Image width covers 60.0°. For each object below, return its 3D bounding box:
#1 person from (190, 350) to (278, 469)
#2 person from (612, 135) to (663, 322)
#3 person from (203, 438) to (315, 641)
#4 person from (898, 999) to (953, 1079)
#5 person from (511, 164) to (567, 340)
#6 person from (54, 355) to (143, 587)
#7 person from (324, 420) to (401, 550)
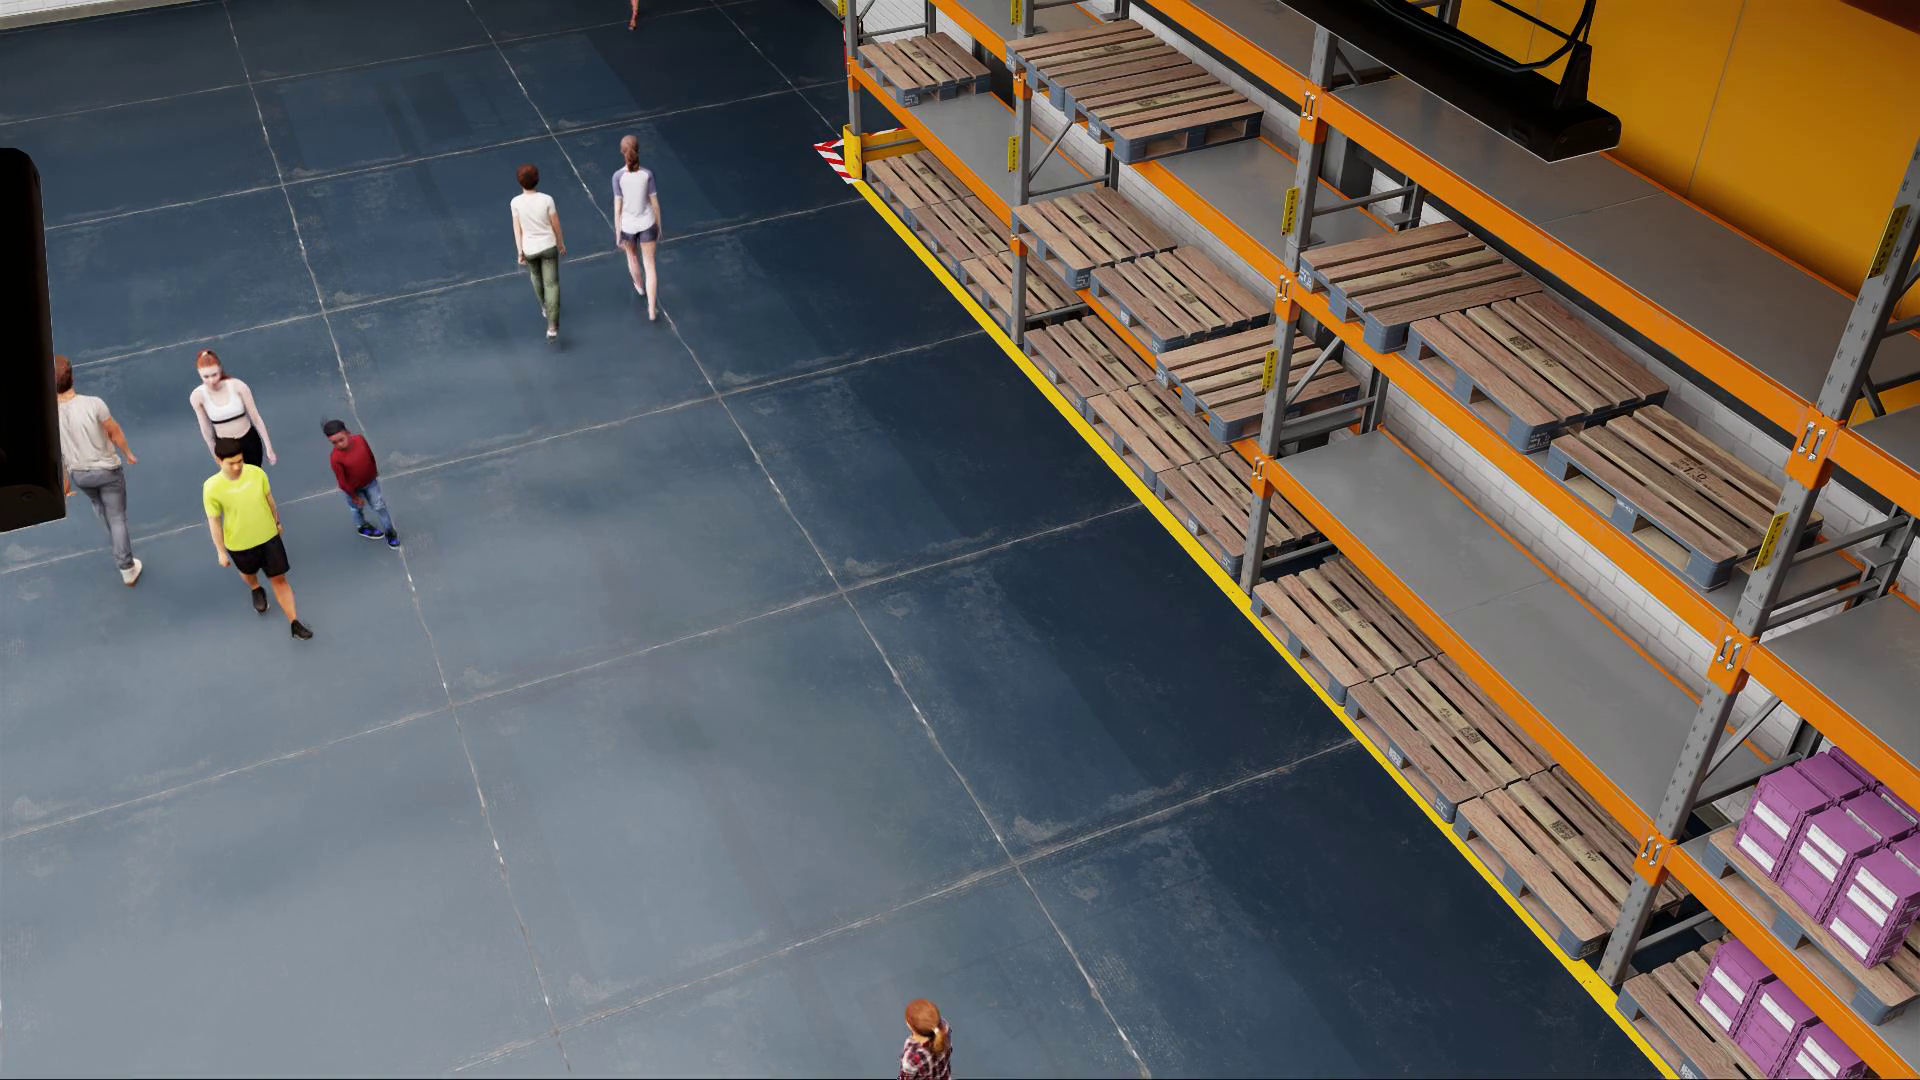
[{"bbox_3d":[-5.604,-0.742,12.933,0.667,1.692,1.192,-19,42,-22],"label":"person"},{"bbox_3d":[-3.022,-2.872,15.572,0.737,1.728,1.030,-6,39,-8],"label":"person"},{"bbox_3d":[-5.204,-0.068,12.121,0.822,1.653,1.176,-24,44,-27],"label":"person"},{"bbox_3d":[-0.134,2.864,8.731,0.711,1.301,0.654,27,46,30],"label":"person"},{"bbox_3d":[-3.868,-2.620,15.345,0.818,1.618,1.182,-6,39,-7],"label":"person"},{"bbox_3d":[-6.485,-0.463,12.448,0.781,1.862,1.072,-8,39,-10],"label":"person"},{"bbox_3d":[-4.711,-0.486,12.986,0.812,1.227,0.695,22,44,25],"label":"person"}]
